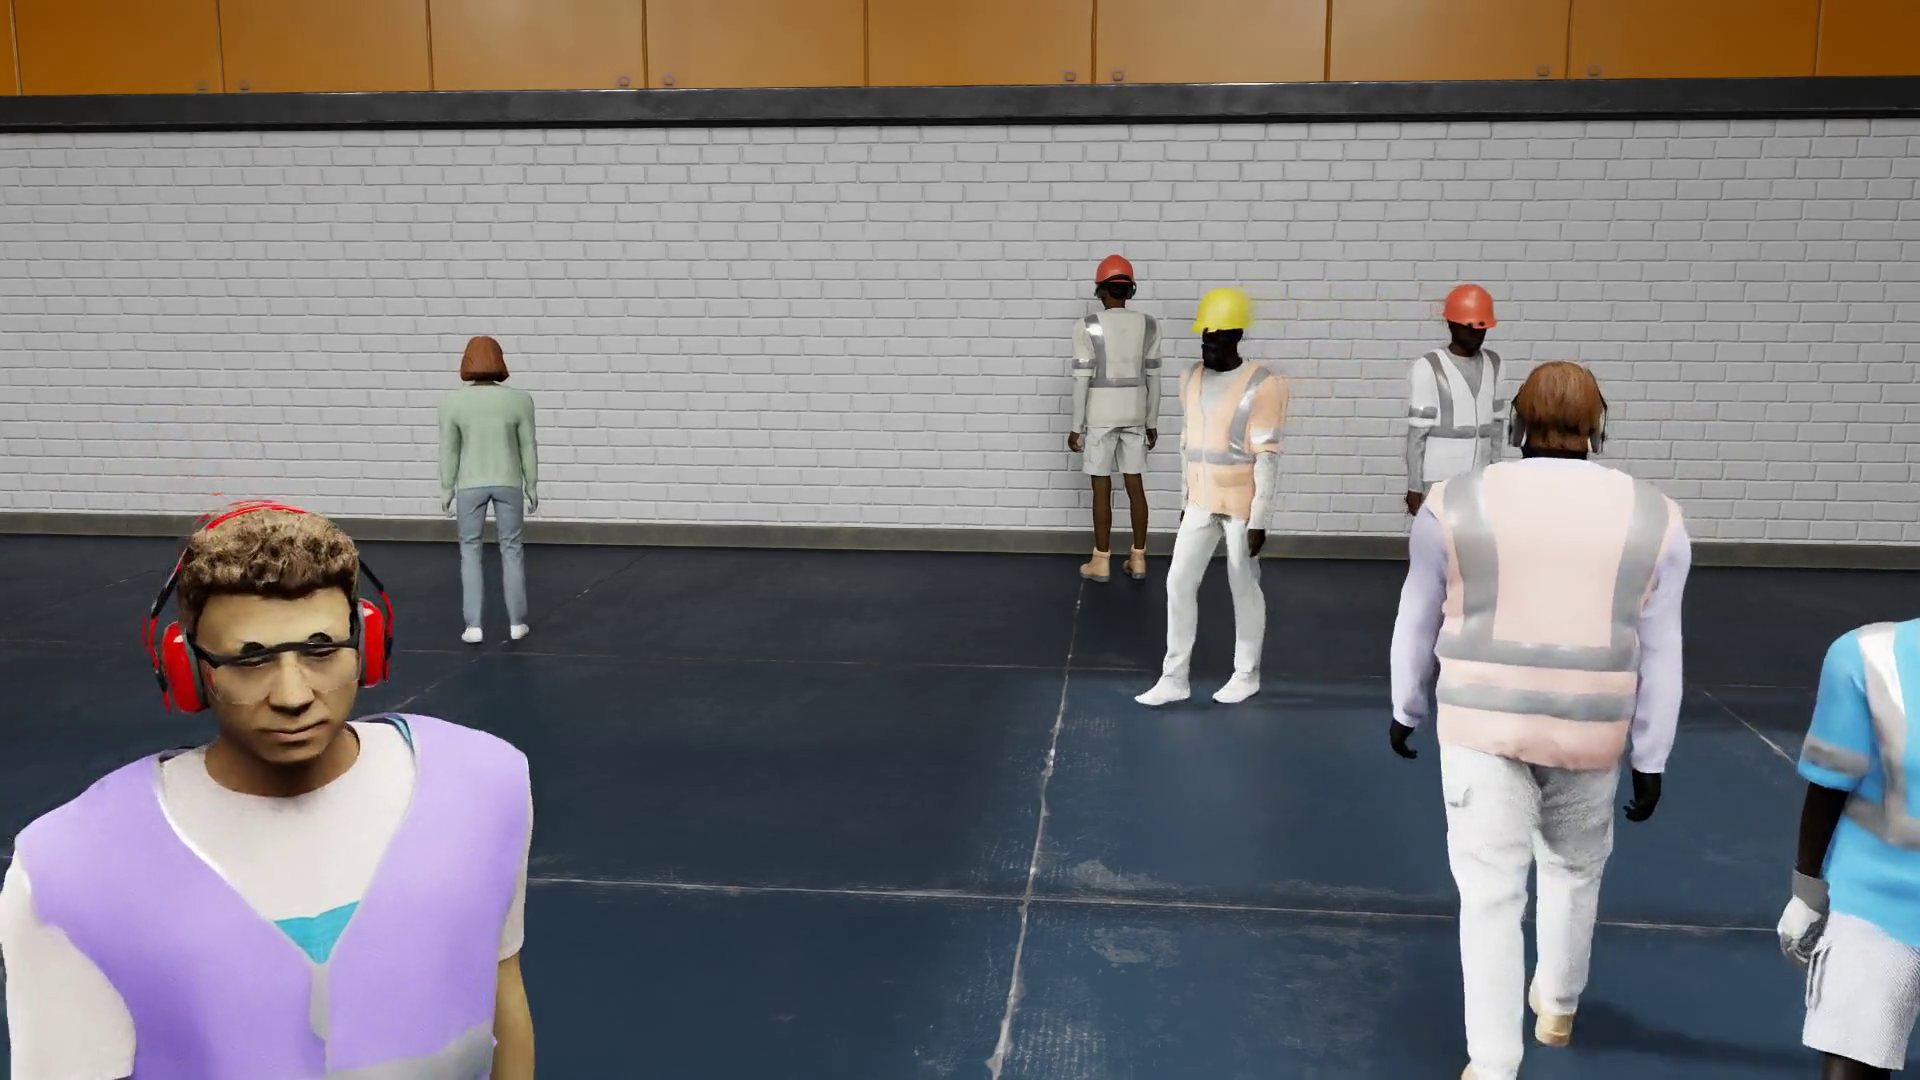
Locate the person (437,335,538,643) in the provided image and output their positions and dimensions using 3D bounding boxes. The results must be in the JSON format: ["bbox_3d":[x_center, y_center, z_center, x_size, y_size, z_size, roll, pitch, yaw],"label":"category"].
[{"bbox_3d":[-2.488,-0.266,8.809,0.502,1.635,0.297,-3,10,-17],"label":"person"}]

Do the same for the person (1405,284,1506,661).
[{"bbox_3d":[2.521,-0.331,8.397,0.571,1.908,0.415,-4,11,-22],"label":"person"}]

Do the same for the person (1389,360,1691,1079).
[{"bbox_3d":[1.400,0.462,4.146,0.649,1.808,0.859,2,10,10],"label":"person"}]

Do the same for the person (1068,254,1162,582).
[{"bbox_3d":[0.959,-0.761,10.459,0.612,2.041,0.394,-3,10,-19],"label":"person"}]

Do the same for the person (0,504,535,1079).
[{"bbox_3d":[-0.715,0.860,1.865,0.588,1.795,0.936,-6,11,-30],"label":"person"}]

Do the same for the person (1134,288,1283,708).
[{"bbox_3d":[1.112,-0.160,7.423,0.822,1.893,0.624,-8,13,-39],"label":"person"}]

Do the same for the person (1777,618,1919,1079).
[{"bbox_3d":[1.817,0.709,3.070,0.552,1.679,0.377,4,11,22],"label":"person"}]
